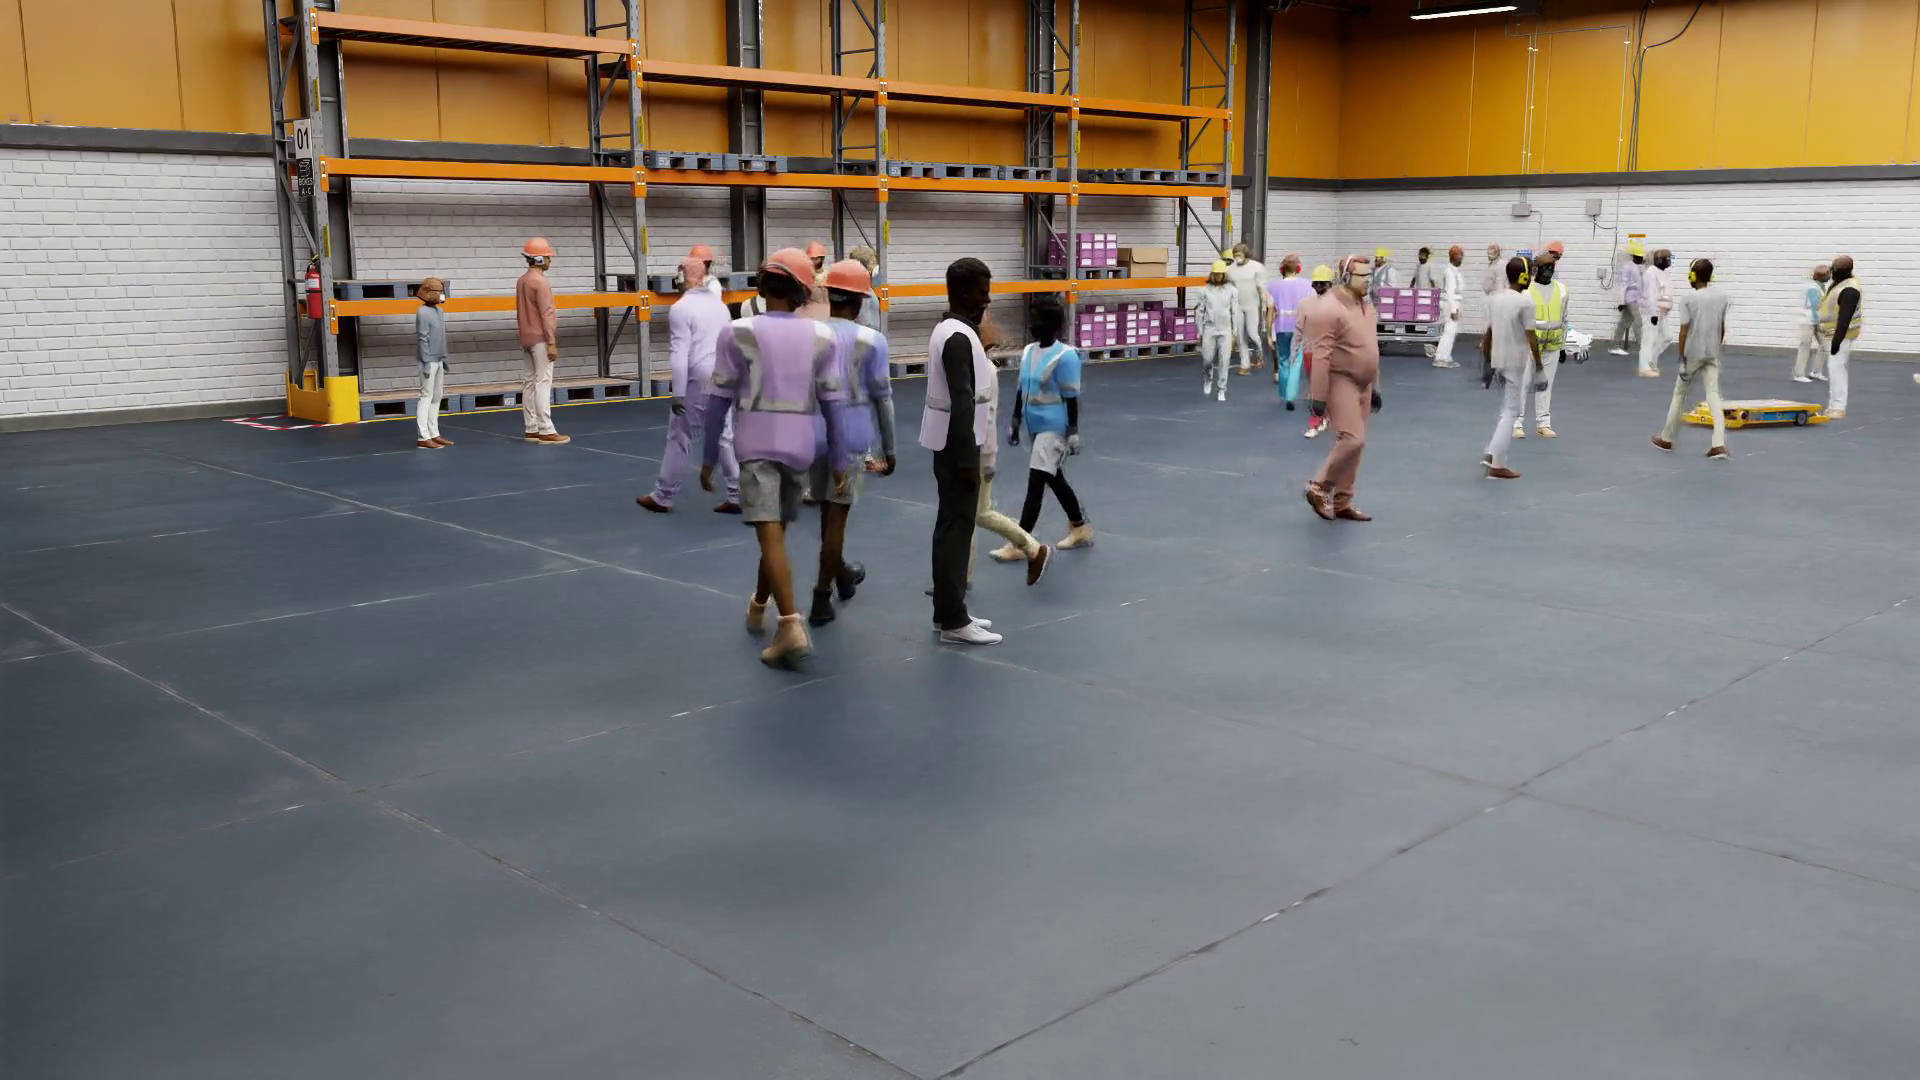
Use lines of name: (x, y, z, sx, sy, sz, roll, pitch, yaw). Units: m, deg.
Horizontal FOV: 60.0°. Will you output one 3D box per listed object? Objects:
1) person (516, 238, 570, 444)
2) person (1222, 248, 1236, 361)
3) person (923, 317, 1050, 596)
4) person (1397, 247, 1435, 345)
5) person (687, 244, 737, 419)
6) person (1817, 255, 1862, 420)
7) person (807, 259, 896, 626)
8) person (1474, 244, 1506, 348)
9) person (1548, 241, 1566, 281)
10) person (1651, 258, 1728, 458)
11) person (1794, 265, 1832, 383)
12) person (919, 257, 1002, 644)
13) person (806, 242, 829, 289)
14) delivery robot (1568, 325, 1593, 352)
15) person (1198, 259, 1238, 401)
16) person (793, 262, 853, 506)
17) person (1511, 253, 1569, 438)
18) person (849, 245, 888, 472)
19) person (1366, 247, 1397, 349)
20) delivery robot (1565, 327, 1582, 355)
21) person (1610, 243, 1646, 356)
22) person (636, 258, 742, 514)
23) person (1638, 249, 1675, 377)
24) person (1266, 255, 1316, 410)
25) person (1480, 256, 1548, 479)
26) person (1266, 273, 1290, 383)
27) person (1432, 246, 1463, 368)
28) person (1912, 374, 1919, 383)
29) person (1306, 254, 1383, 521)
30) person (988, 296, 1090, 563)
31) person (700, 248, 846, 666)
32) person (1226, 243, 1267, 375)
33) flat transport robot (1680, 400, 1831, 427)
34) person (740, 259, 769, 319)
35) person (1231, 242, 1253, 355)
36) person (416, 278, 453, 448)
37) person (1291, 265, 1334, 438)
person: (-4.096, -1.935, 16.218, 0.381, 1.996, 0.608, -8, 13, -37)
person: (4.274, -3.747, 26.591, 0.605, 1.814, 0.530, 9, 14, 41)
person: (0.145, -0.481, 9.327, 0.650, 1.616, 0.502, -4, 11, -19)
person: (8.594, -4.509, 30.784, 0.952, 1.818, 0.561, -2, 11, -10)
person: (-2.758, -2.284, 18.321, 0.550, 1.926, 0.570, -6, 12, -29)
person: (9.724, -2.243, 18.453, 0.433, 1.811, 0.755, 3, 11, 18)
person: (-0.611, -0.535, 8.883, 0.569, 1.885, 0.969, 3, 11, 17)
person: (9.612, -4.337, 29.658, 0.696, 1.871, 0.717, 2, 11, 11)
person: (10.119, -4.150, 28.531, 0.455, 1.911, 0.556, 3, 11, 18)
person: (6.812, -1.676, 15.311, 0.534, 1.816, 0.997, -1, 10, -5)
person: (11.751, -2.956, 22.805, 0.522, 1.618, 0.532, -9, 14, -41)
person: (-0.006, -0.444, 8.308, 0.393, 1.916, 0.591, -1, 10, -7)
person: (-1.706, -2.598, 19.991, 0.547, 1.938, 0.377, 3, 11, 17)
delivery robot: (9.907, -3.248, 27.054, 0.707, 0.478, 0.477, 6, 12, 28)
person: (3.170, -2.575, 20.449, 0.490, 1.731, 0.423, 1, 10, 8)
person: (-1.129, -1.203, 12.635, 0.727, 1.848, 0.911, 4, 11, 22)
person: (5.784, -1.934, 16.634, 0.627, 1.844, 0.429, -1, 10, -6)
person: (-0.835, -1.551, 14.280, 0.372, 1.940, 0.632, -3, 11, -14)
person: (7.478, -4.300, 29.600, 0.428, 1.813, 0.606, -4, 11, -23)
delivery robot: (9.681, -3.149, 26.515, 0.477, 0.478, 0.707, 2, 10, 10)
person: (11.382, -4.020, 27.891, 0.902, 1.870, 0.634, 8, 13, 37)
person: (-1.939, -1.104, 12.087, 0.907, 1.849, 0.727, 5, 12, 26)
person: (9.969, -3.240, 23.793, 0.629, 1.832, 0.455, -10, 14, -44)
person: (3.865, -2.434, 19.486, 0.564, 1.807, 0.968, 3, 11, 15)
person: (4.595, -1.417, 13.788, 0.433, 1.850, 0.518, -3, 11, -16)
person: (4.477, -2.988, 22.904, 0.540, 1.652, 0.859, 3, 11, 14)
person: (7.477, -3.550, 25.410, 0.379, 1.863, 0.671, 4, 11, 21)
person: (13.343, -3.060, 22.228, 0.996, 2.000, 0.709, 6, 12, 32)
person: (2.757, -1.056, 11.715, 0.434, 1.895, 0.649, 9, 13, 39)
person: (0.538, -0.708, 10.470, 0.854, 1.654, 0.535, -5, 12, -27)
person: (-0.891, -0.419, 8.060, 0.665, 1.967, 1.098, -5, 12, -27)
person: (4.151, -3.347, 24.143, 0.667, 1.911, 0.532, 6, 12, 30)
flat transport robot: (8.522, -1.365, 17.816, 1.431, 0.197, 0.652, -4, 11, -20)
person: (-1.533, -1.387, 13.670, 0.543, 1.830, 0.418, -1, 10, -5)
person: (4.689, -4.006, 27.741, 0.708, 1.919, 0.632, -10, 14, -43)
person: (-5.042, -1.689, 15.898, 0.305, 1.623, 0.500, 0, 10, 2)
person: (3.667, -1.926, 16.922, 0.533, 1.725, 0.924, 6, 12, 31)
